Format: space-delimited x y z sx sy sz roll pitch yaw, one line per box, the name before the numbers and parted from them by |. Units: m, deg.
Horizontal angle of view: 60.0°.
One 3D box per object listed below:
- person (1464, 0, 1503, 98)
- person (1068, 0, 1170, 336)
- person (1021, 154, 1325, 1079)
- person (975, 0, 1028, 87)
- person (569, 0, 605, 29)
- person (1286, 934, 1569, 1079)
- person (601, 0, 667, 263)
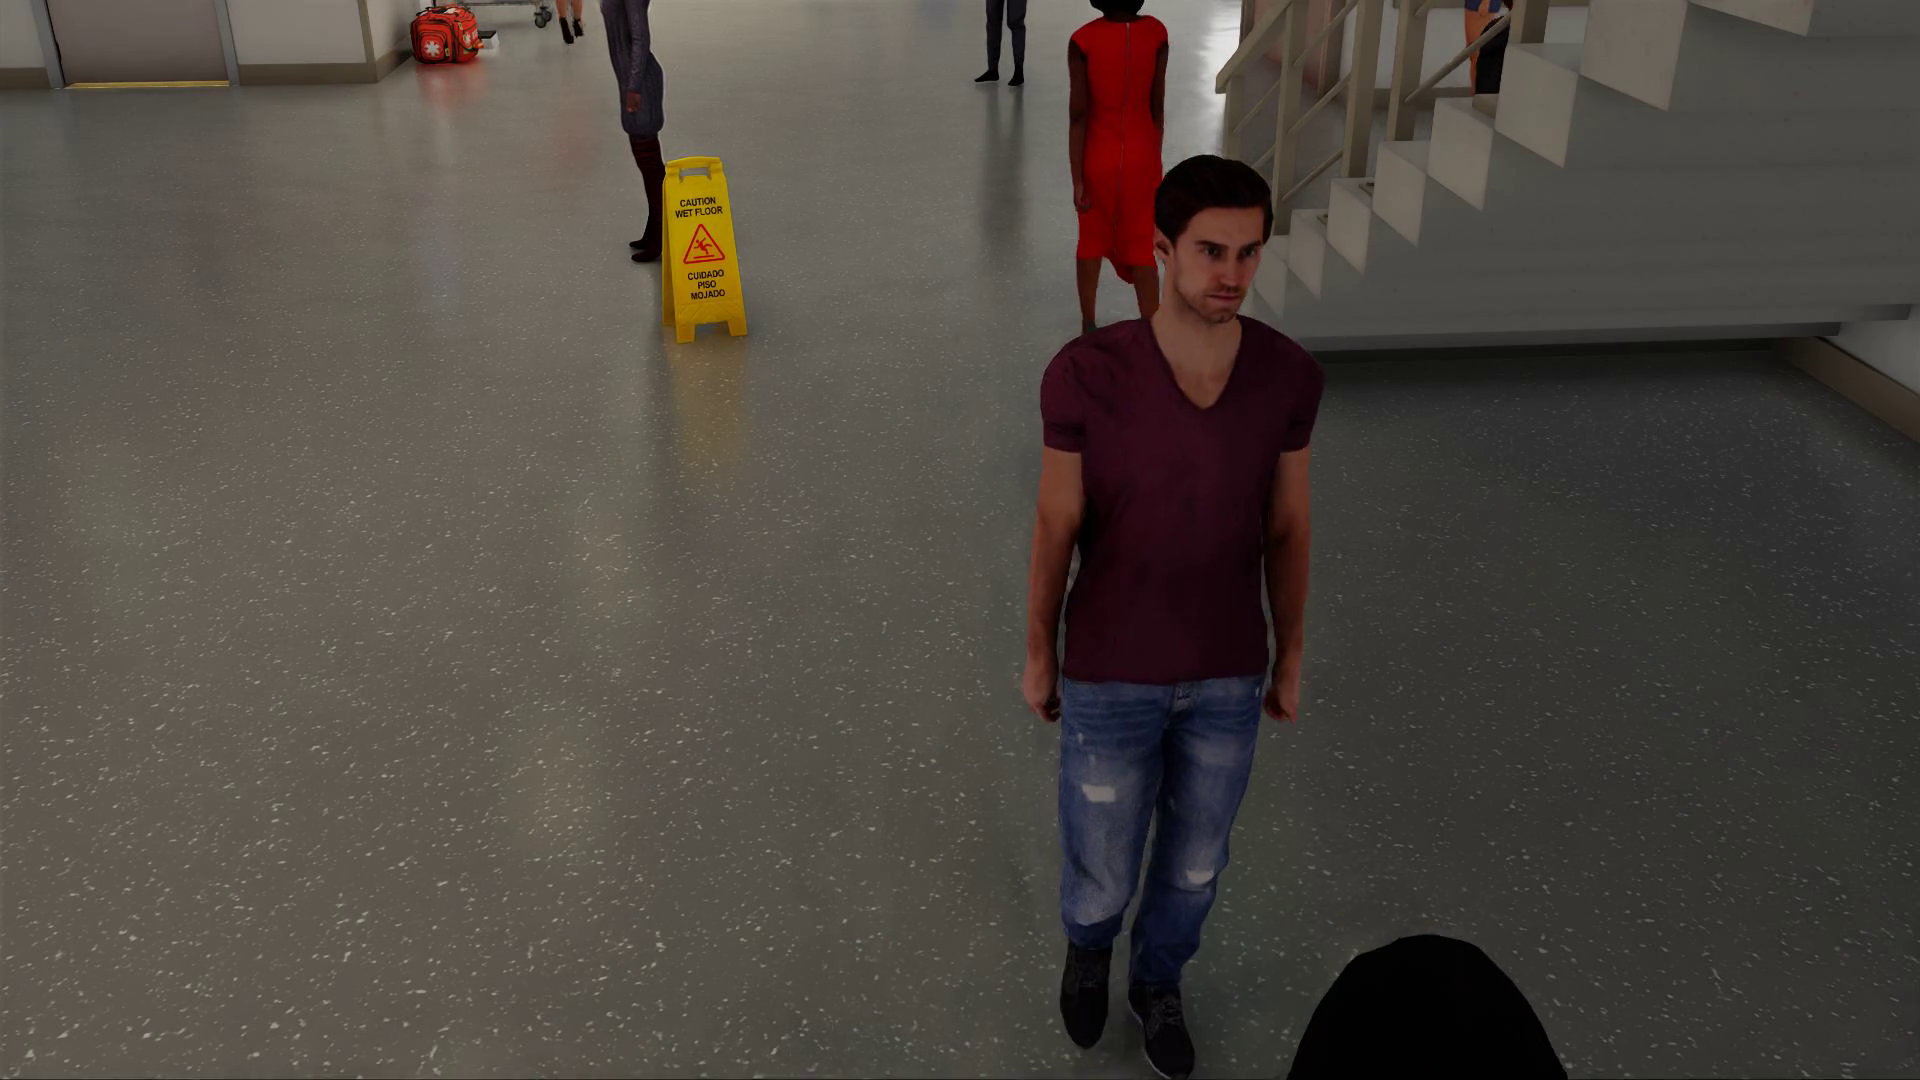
person | 3.544 -3.689 11.255 0.689 1.733 0.505 4 26 7
person | 0.655 -1.408 6.559 0.592 1.704 1.091 -3 26 -6
person | 0.356 0.179 3.114 0.676 1.837 0.646 -3 26 -7
person | 0.350 -4.364 12.601 0.646 1.781 0.671 14 29 27
person | -3.483 -5.628 15.187 0.686 1.811 1.038 -1 26 -2
person | 0.347 1.032 1.565 0.613 1.646 0.572 -7 27 -14
person | -1.608 -2.271 8.340 0.668 1.710 0.473 -5 26 -10
